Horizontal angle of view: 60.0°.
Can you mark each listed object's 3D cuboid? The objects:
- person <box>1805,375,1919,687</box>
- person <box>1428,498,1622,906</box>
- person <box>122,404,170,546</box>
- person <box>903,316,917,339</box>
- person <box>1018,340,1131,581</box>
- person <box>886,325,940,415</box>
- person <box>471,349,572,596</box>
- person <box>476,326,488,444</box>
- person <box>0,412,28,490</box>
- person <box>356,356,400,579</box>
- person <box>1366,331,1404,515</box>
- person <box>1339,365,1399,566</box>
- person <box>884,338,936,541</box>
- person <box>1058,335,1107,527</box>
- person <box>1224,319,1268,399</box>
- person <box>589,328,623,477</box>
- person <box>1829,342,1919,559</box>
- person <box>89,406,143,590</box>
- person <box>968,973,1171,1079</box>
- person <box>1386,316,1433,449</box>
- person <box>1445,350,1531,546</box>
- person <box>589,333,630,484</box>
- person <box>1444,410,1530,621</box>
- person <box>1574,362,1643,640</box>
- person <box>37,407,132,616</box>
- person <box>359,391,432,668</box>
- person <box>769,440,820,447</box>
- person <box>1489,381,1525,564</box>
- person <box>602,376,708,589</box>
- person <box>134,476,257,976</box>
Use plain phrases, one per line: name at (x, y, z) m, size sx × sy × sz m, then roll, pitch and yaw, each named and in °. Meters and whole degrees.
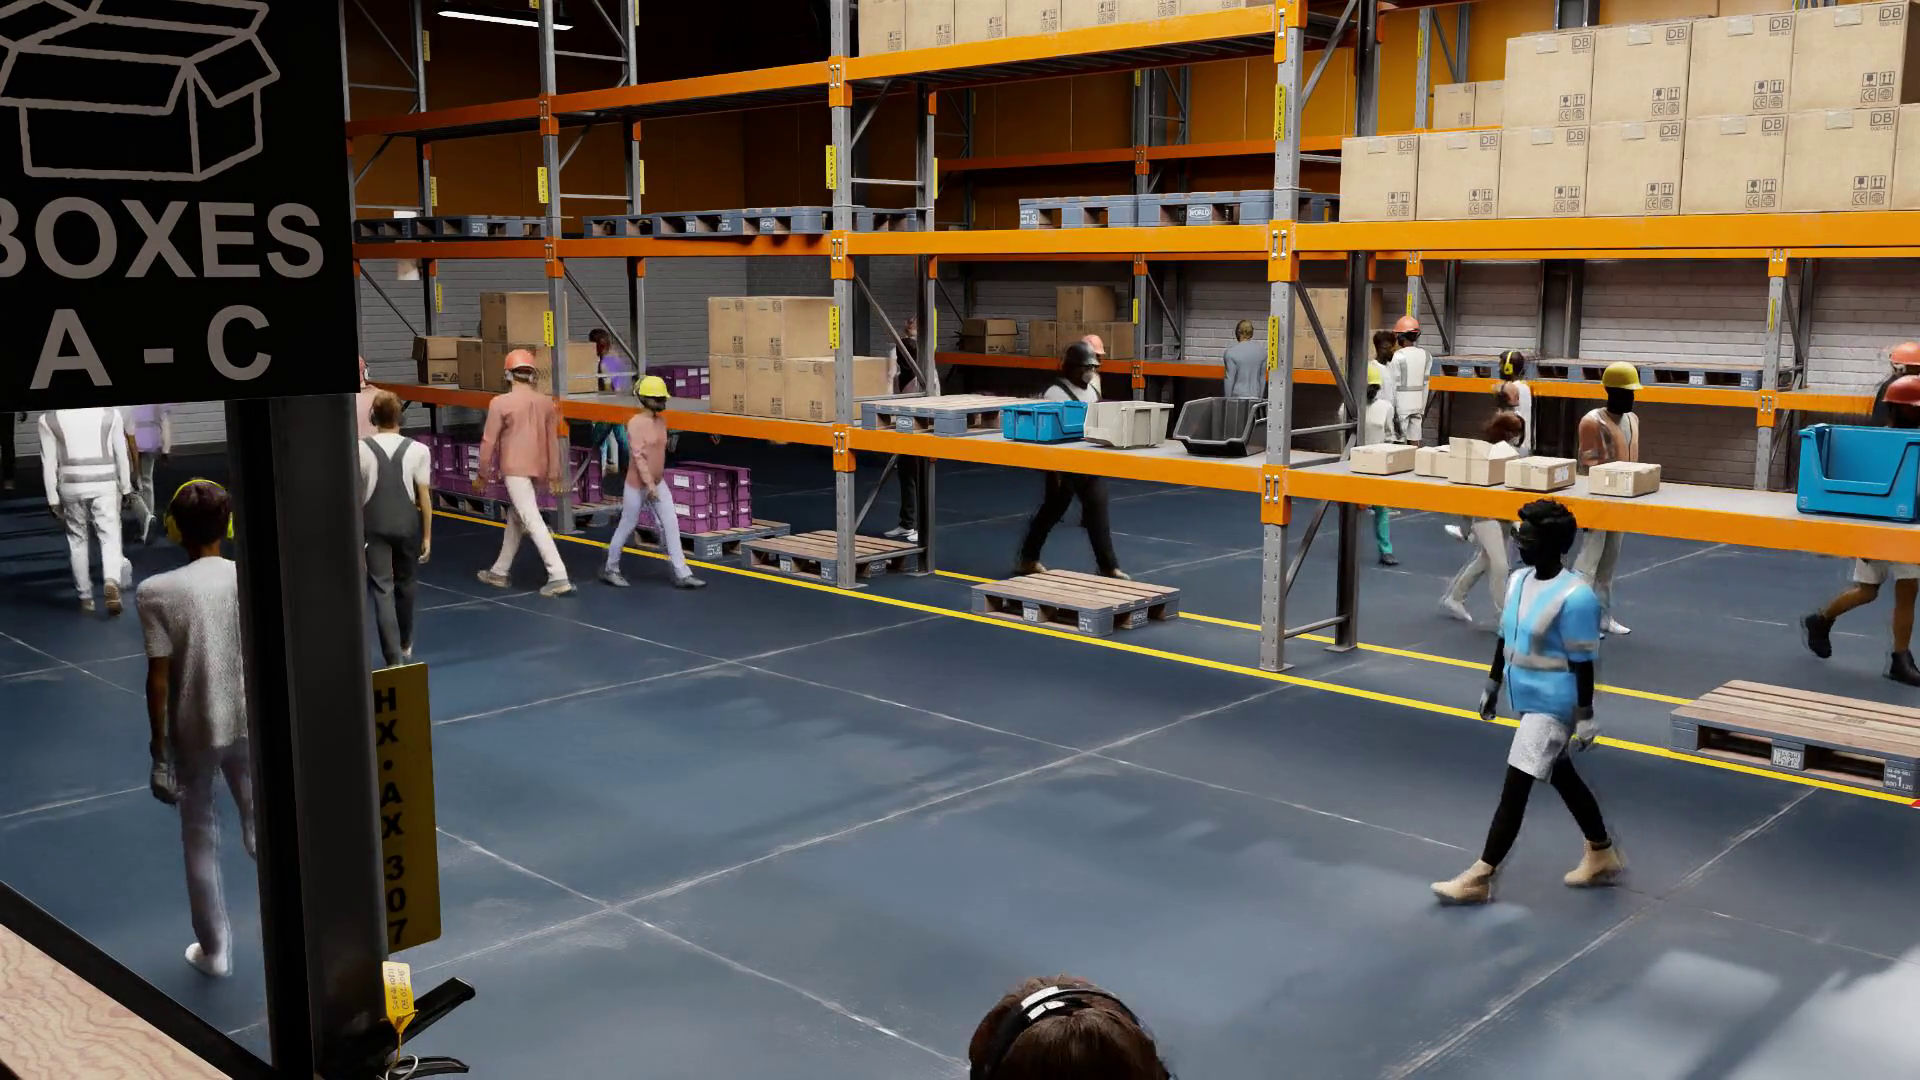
person at (5.772, -0.084, 10.420) m, size 0.554 × 1.918 × 0.807 m, roll -3°, pitch 10°, yaw -18°
person at (2.362, 0.647, 6.725) m, size 0.882 × 1.652 × 0.547 m, roll -2°, pitch 9°, yaw -9°
person at (-7.597, -0.885, 15.364) m, size 0.738 × 1.903 × 0.600 m, roll 9°, pitch 13°, yaw 42°
person at (-0.628, -2.178, 23.275) m, size 0.403 × 1.906 × 0.652 m, roll 2°, pitch 9°, yaw 11°
person at (0.905, -0.678, 13.670) m, size 1.021 × 2.000 × 0.695 m, roll 9°, pitch 13°, yaw 42°
person at (-0.544, -1.759, 20.840) m, size 0.676 × 1.853 × 0.975 m, roll -5°, pitch 11°, yaw -29°
person at (-3.447, -0.533, 13.136) m, size 1.083 × 1.935 × 0.614 m, roll 5°, pitch 11°, yaw 29°
person at (-6.152, -1.912, 21.649) m, size 0.437 × 1.905 × 0.675 m, roll -6°, pitch 11°, yaw -31°
person at (-11.172, -1.552, 19.236) m, size 0.660 × 1.972 × 0.452 m, roll -6°, pitch 11°, yaw -33°
person at (-4.658, -0.488, 12.932) m, size 0.404 × 1.903 × 0.636 m, roll 8°, pitch 12°, yaw 41°
person at (4.438, -1.242, 17.572) m, size 0.618 × 1.907 × 0.646 m, roll 7°, pitch 11°, yaw 35°
person at (3.520, -0.634, 14.339) m, size 0.539 × 1.731 × 0.807 m, roll -1°, pitch 9°, yaw -9°
person at (-0.449, -0.953, 15.749) m, size 0.390 × 1.913 × 0.588 m, roll -7°, pitch 12°, yaw -38°
person at (1.190, -1.064, 16.394) m, size 0.530 × 1.920 × 0.570 m, roll 7°, pitch 11°, yaw 35°
person at (3.493, -1.744, 20.521) m, size 0.630 × 1.940 × 0.372 m, roll -5°, pitch 10°, yaw -28°
person at (-4.418, -1.696, 20.580) m, size 0.430 × 1.834 × 0.628 m, roll 4°, pitch 10°, yaw 21°
person at (8.107, -0.760, 14.515) m, size 1.025 × 1.938 × 0.624 m, roll 4°, pitch 10°, yaw 23°
person at (-6.836, -0.521, 13.319) m, size 0.524 × 1.845 × 0.819 m, roll -8°, pitch 13°, yaw -42°
person at (0.164, 1.377, 1.750) m, size 0.632 × 1.820 × 0.623 m, roll -3°, pitch 10°, yaw -16°
person at (4.889, -1.437, 18.319) m, size 0.607 × 2.044 × 0.375 m, roll -5°, pitch 11°, yaw -30°
person at (5.050, -0.838, 15.346) m, size 1.009 × 1.813 × 0.526 m, roll 9°, pitch 13°, yaw 42°
person at (-4.226, -1.536, 19.681) m, size 0.965 × 1.791 × 0.571 m, roll 1°, pitch 9°, yaw 6°
person at (3.754, -0.143, 11.786) m, size 0.512 × 1.594 × 0.848 m, roll -5°, pitch 10°, yaw -26°
person at (4.515, -0.275, 11.546) m, size 0.594 × 1.924 × 0.383 m, roll -7°, pitch 11°, yaw -36°
person at (-6.432, -0.354, 12.267) m, size 0.583 × 1.857 × 0.816 m, roll -5°, pitch 11°, yaw -28°
person at (-3.606, -0.039, 10.519) m, size 0.533 × 1.801 × 0.963 m, roll -4°, pitch 10°, yaw -24°
person at (-2.388, -2.220, 23.969) m, size 0.938 × 1.777 × 0.668 m, roll 7°, pitch 12°, yaw 38°
person at (4.646, -0.536, 14.092) m, size 0.403 × 1.625 × 0.520 m, roll 5°, pitch 11°, yaw 29°
person at (-2.500, -0.449, 13.261) m, size 0.911 × 1.721 × 0.516 m, roll 5°, pitch 10°, yaw 27°
person at (-2.558, 0.705, 5.826) m, size 0.524 × 1.846 × 0.807 m, roll -8°, pitch 12°, yaw -41°
